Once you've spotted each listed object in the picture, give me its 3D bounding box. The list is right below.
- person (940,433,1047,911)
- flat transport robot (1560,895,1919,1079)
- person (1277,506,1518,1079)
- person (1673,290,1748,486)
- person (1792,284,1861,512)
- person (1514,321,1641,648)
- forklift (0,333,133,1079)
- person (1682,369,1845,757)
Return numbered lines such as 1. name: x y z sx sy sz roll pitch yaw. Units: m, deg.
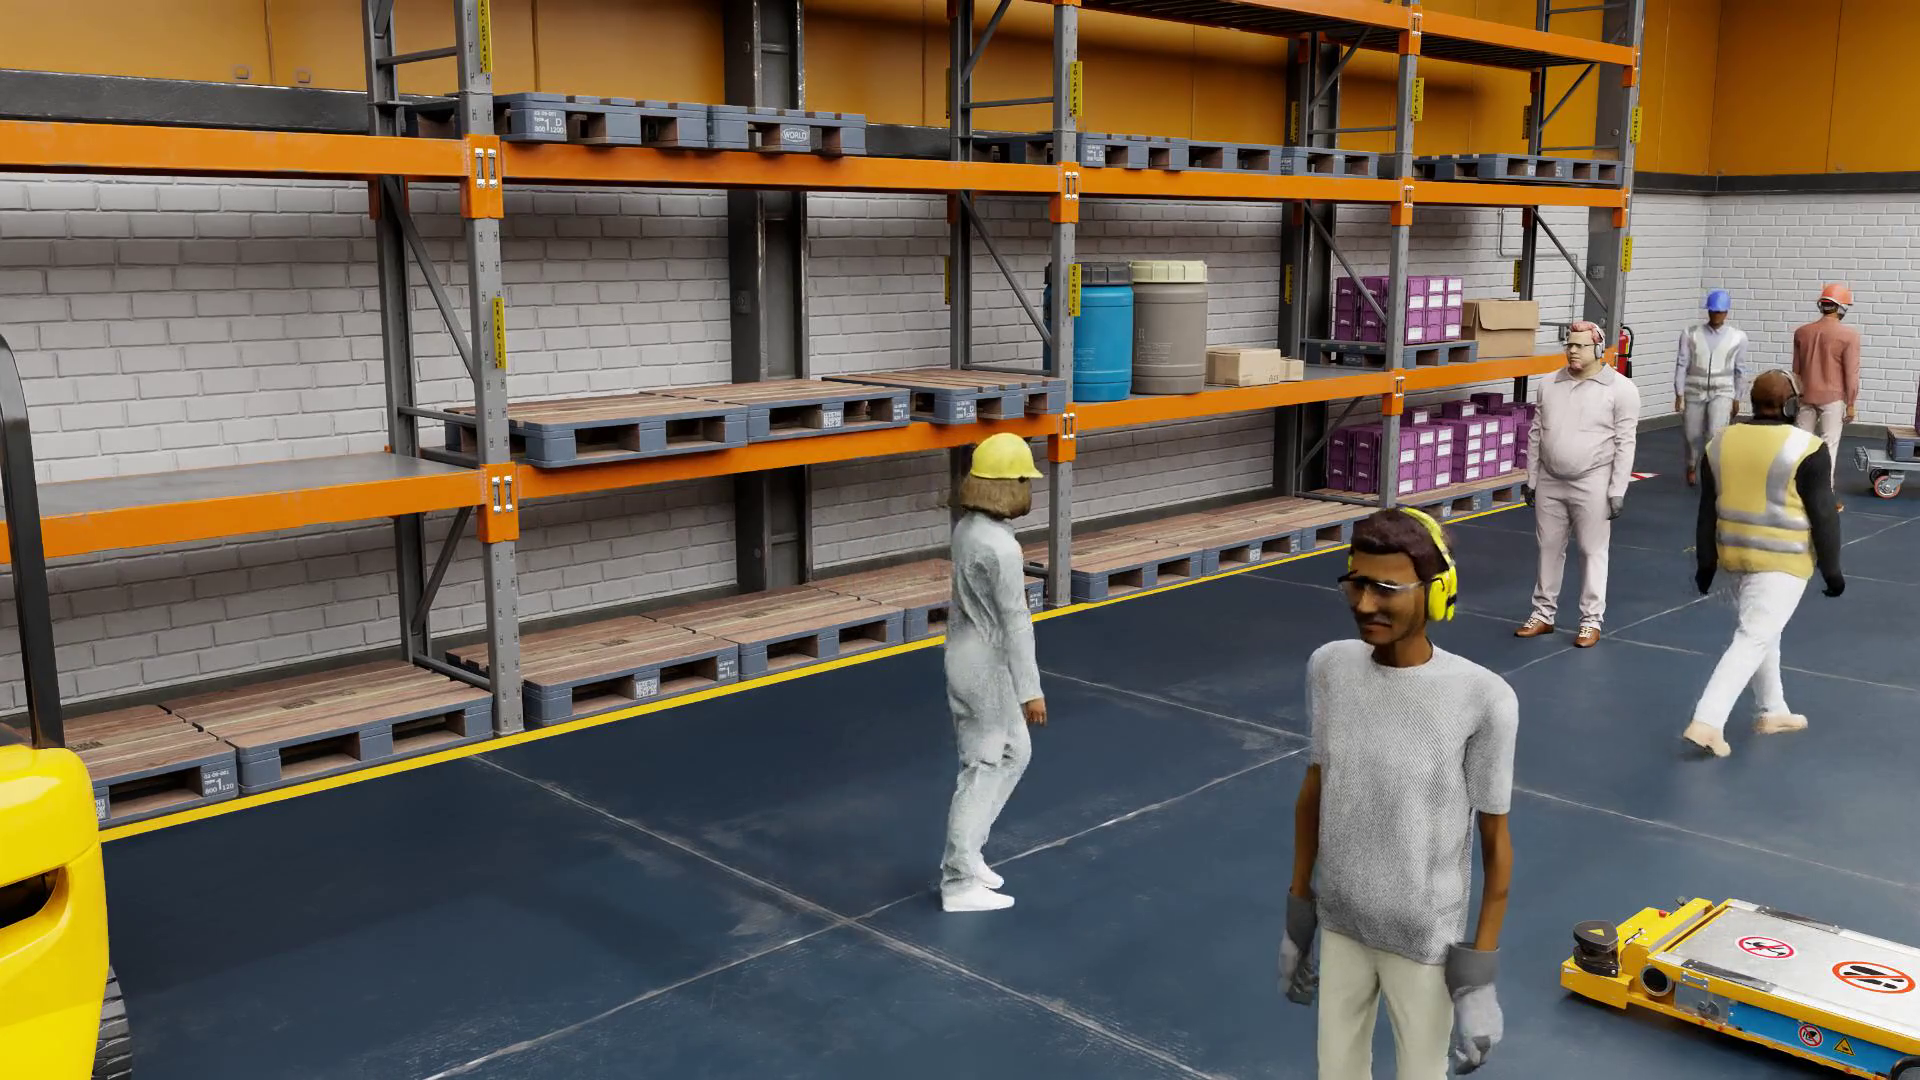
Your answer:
1. person: 0.096 0.483 5.884 0.415 1.727 0.494 -2 11 -10
2. flat transport robot: 2.633 1.374 4.980 0.652 0.197 1.431 -10 15 -44
3. person: 0.909 0.850 3.512 0.560 1.863 0.337 10 14 44
4. person: 6.978 -1.374 15.507 0.607 1.920 0.834 5 12 27
5. person: 7.554 -1.235 14.529 0.402 1.986 0.610 -6 12 -31
6. person: 3.617 -0.327 9.797 0.409 1.908 0.639 -10 14 -44
7. forklift: -3.289 0.485 4.582 1.214 2.155 2.313 -10 14 -44
8. person: 3.727 0.104 7.777 0.959 1.808 0.617 -4 11 -22
